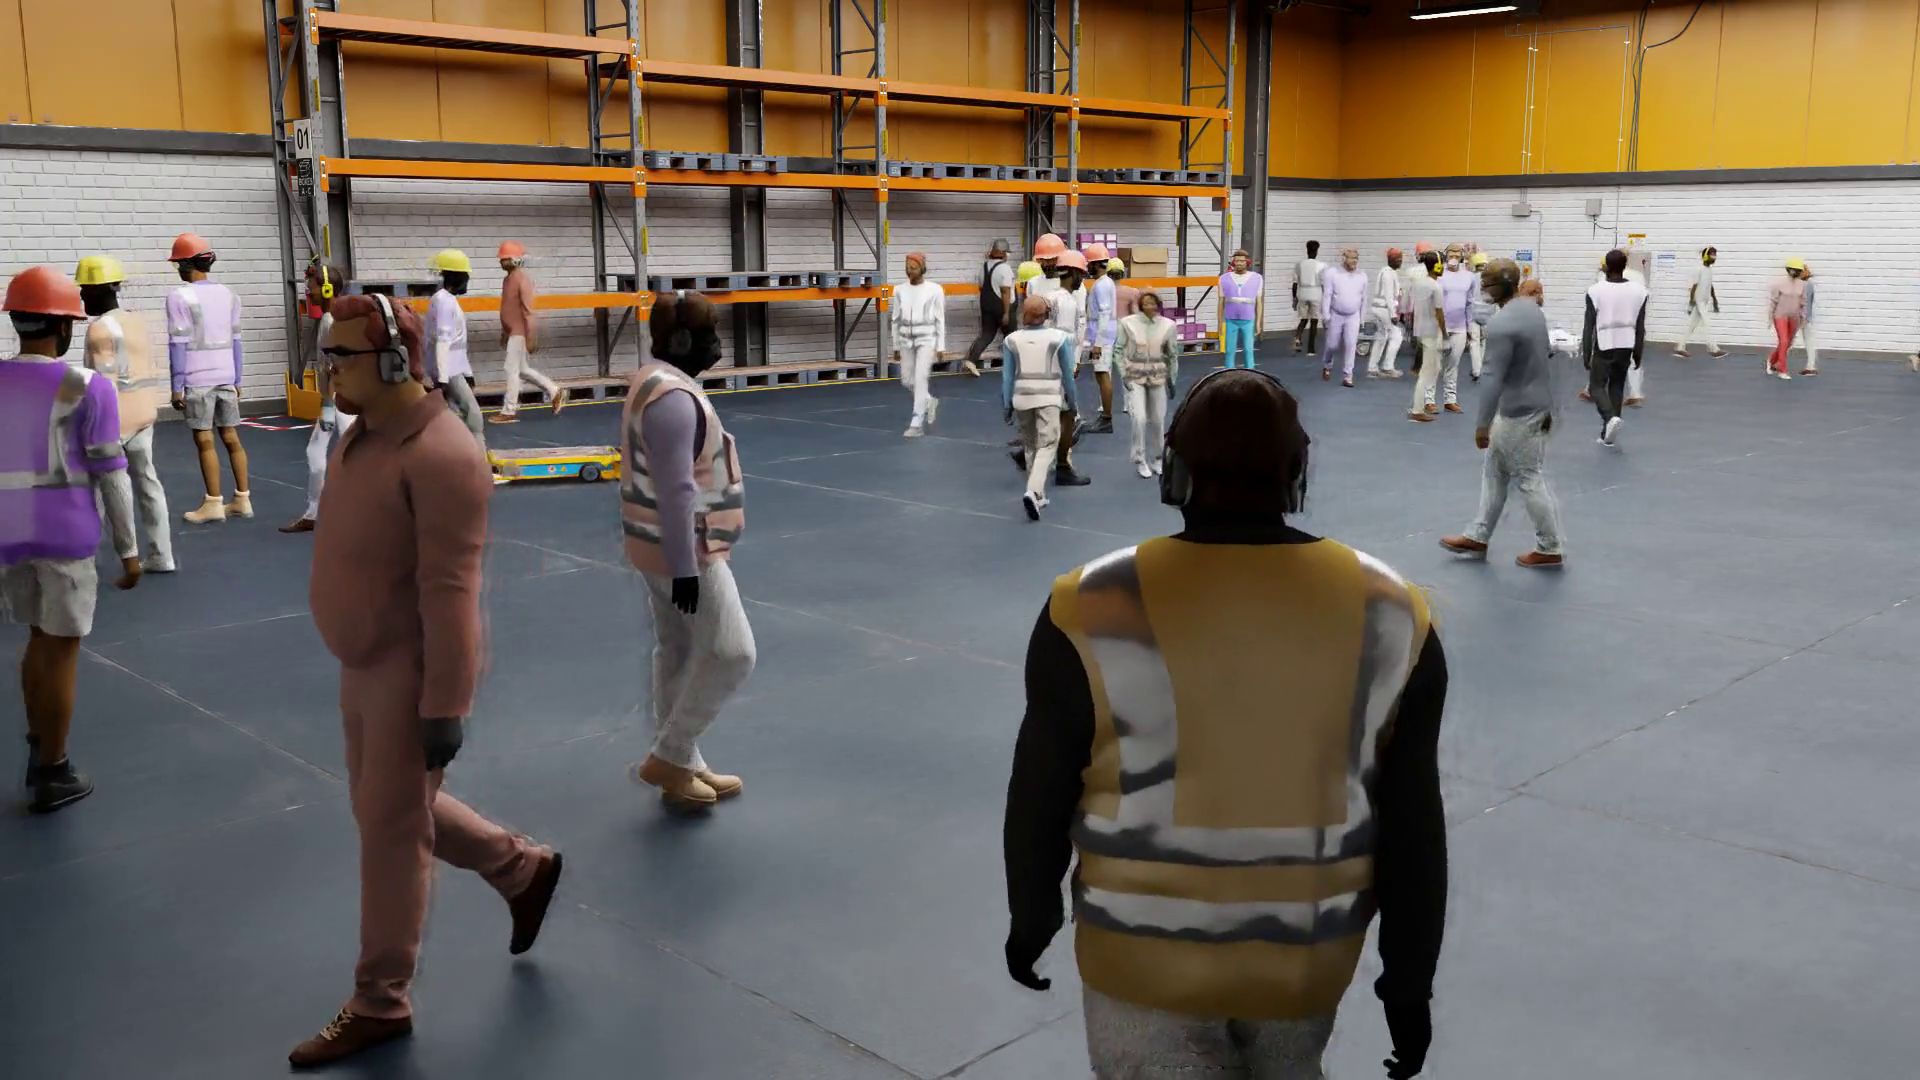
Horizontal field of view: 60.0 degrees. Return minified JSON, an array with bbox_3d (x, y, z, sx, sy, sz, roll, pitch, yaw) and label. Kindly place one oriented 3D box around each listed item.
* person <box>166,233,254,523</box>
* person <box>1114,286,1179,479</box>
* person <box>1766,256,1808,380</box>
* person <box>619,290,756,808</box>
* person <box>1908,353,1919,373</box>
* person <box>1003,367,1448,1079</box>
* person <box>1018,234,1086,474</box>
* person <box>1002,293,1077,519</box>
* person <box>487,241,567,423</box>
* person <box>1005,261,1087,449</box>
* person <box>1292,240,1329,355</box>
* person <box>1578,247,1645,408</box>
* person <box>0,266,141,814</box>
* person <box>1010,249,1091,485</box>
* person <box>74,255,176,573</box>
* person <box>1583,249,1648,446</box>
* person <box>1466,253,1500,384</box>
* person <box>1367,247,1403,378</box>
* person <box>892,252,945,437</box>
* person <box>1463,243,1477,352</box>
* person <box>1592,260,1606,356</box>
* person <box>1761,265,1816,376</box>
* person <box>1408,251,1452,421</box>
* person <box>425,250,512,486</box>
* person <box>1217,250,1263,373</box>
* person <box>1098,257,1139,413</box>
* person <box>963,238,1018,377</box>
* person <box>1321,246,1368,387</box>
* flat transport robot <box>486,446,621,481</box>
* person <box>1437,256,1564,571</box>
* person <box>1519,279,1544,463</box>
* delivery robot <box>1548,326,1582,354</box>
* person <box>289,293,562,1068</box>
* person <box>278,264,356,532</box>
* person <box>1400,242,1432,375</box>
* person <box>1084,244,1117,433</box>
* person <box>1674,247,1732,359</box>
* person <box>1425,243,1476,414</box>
[{"bbox_3d":[-5.347,-1.140,11.777,0.408,2.036,0.609,4,11,21],"label":"person"},{"bbox_3d":[1.550,-1.316,13.902,0.538,1.599,0.504,-1,10,-6],"label":"person"},{"bbox_3d":[11.734,-3.170,23.682,0.524,1.730,0.797,-1,10,-5],"label":"person"},{"bbox_3d":[-0.957,0.051,5.830,0.448,1.832,0.651,-3,11,-15],"label":"person"},{"bbox_3d":[13.848,-3.125,23.563,0.539,1.678,0.648,-8,13,-37],"label":"person"},{"bbox_3d":[0.397,0.641,2.640,0.642,1.820,0.561,-2,10,-8],"label":"person"},{"bbox_3d":[0.771,-1.577,14.168,0.605,2.034,0.389,8,13,38],"label":"person"},{"bbox_3d":[0.544,-0.973,12.033,0.522,1.608,0.786,4,11,21],"label":"person"},{"bbox_3d":[-4.733,-2.258,18.064,0.848,1.974,0.617,-5,12,-28],"label":"person"},{"bbox_3d":[0.799,-1.716,15.594,0.724,1.798,0.606,5,11,24],"label":"person"},{"bbox_3d":[5.894,-4.069,27.979,0.614,1.950,0.480,6,12,31],"label":"person"},{"bbox_3d":[7.788,-2.521,19.725,0.632,1.891,1.023,-2,11,-10],"label":"person"},{"bbox_3d":[-3.216,-0.003,5.907,0.564,1.911,0.556,0,10,2],"label":"person"},{"bbox_3d":[0.776,-1.376,13.413,0.580,1.913,0.565,-2,11,-9],"label":"person"},{"bbox_3d":[-5.096,-0.716,9.842,0.786,1.900,0.600,0,10,2],"label":"person"},{"bbox_3d":[6.228,-1.808,15.815,0.590,1.895,0.660,0,10,1],"label":"person"},{"bbox_3d":[7.126,-3.045,22.859,0.578,1.783,0.914,0,10,0],"label":"person"},{"bbox_3d":[6.028,-3.182,23.395,0.584,1.861,0.614,3,11,15],"label":"person"},{"bbox_3d":[-0.397,-1.994,16.926,0.580,1.864,0.721,5,12,26],"label":"person"},{"bbox_3d":[8.773,-4.195,28.852,0.666,1.881,0.646,4,11,23],"label":"person"},{"bbox_3d":[10.769,-3.860,27.582,0.511,1.679,0.879,-7,13,-34],"label":"person"},{"bbox_3d":[12.124,-3.198,24.171,0.531,1.588,0.844,-5,12,-27],"label":"person"},{"bbox_3d":[5.118,-2.196,18.028,0.475,1.850,0.535,-2,11,-11],"label":"person"},{"bbox_3d":[-3.980,-1.359,13.334,0.838,1.892,0.608,-3,11,-18],"label":"person"},{"bbox_3d":[3.596,-2.806,21.410,0.564,1.839,0.384,2,11,12],"label":"person"},{"bbox_3d":[1.773,-2.325,18.963,0.523,1.772,0.302,0,10,0],"label":"person"},{"bbox_3d":[0.482,-3.330,23.702,0.959,2.000,0.676,-9,14,-40],"label":"person"},{"bbox_3d":[5.164,-3.017,22.447,0.648,1.876,0.774,0,10,-3],"label":"person"},{"bbox_3d":[-3.434,-0.630,13.808,1.431,0.197,0.652,-3,11,-18],"label":"flat transport robot"},{"bbox_3d":[3.302,-0.760,10.093,0.866,1.889,0.653,7,12,33],"label":"person"},{"bbox_3d":[5.051,-1.508,14.878,0.286,1.634,0.500,-2,11,-11],"label":"person"},{"bbox_3d":[9.670,-3.223,26.918,0.707,0.478,0.477,8,13,39],"label":"delivery robot"},{"bbox_3d":[-1.379,0.320,4.224,0.768,1.886,0.666,-8,13,-38],"label":"person"},{"bbox_3d":[-4.175,-0.957,11.337,0.912,1.838,0.526,-4,11,-21],"label":"person"},{"bbox_3d":[6.586,-3.271,23.701,0.620,1.929,1.047,-1,10,-7],"label":"person"},{"bbox_3d":[1.420,-2.056,17.047,0.374,1.934,0.548,2,11,9],"label":"person"},{"bbox_3d":[12.310,-3.902,27.443,0.543,1.811,0.985,-10,14,-44],"label":"person"},{"bbox_3d":[5.559,-2.400,18.919,0.628,1.936,0.375,-2,11,-13],"label":"person"}]
